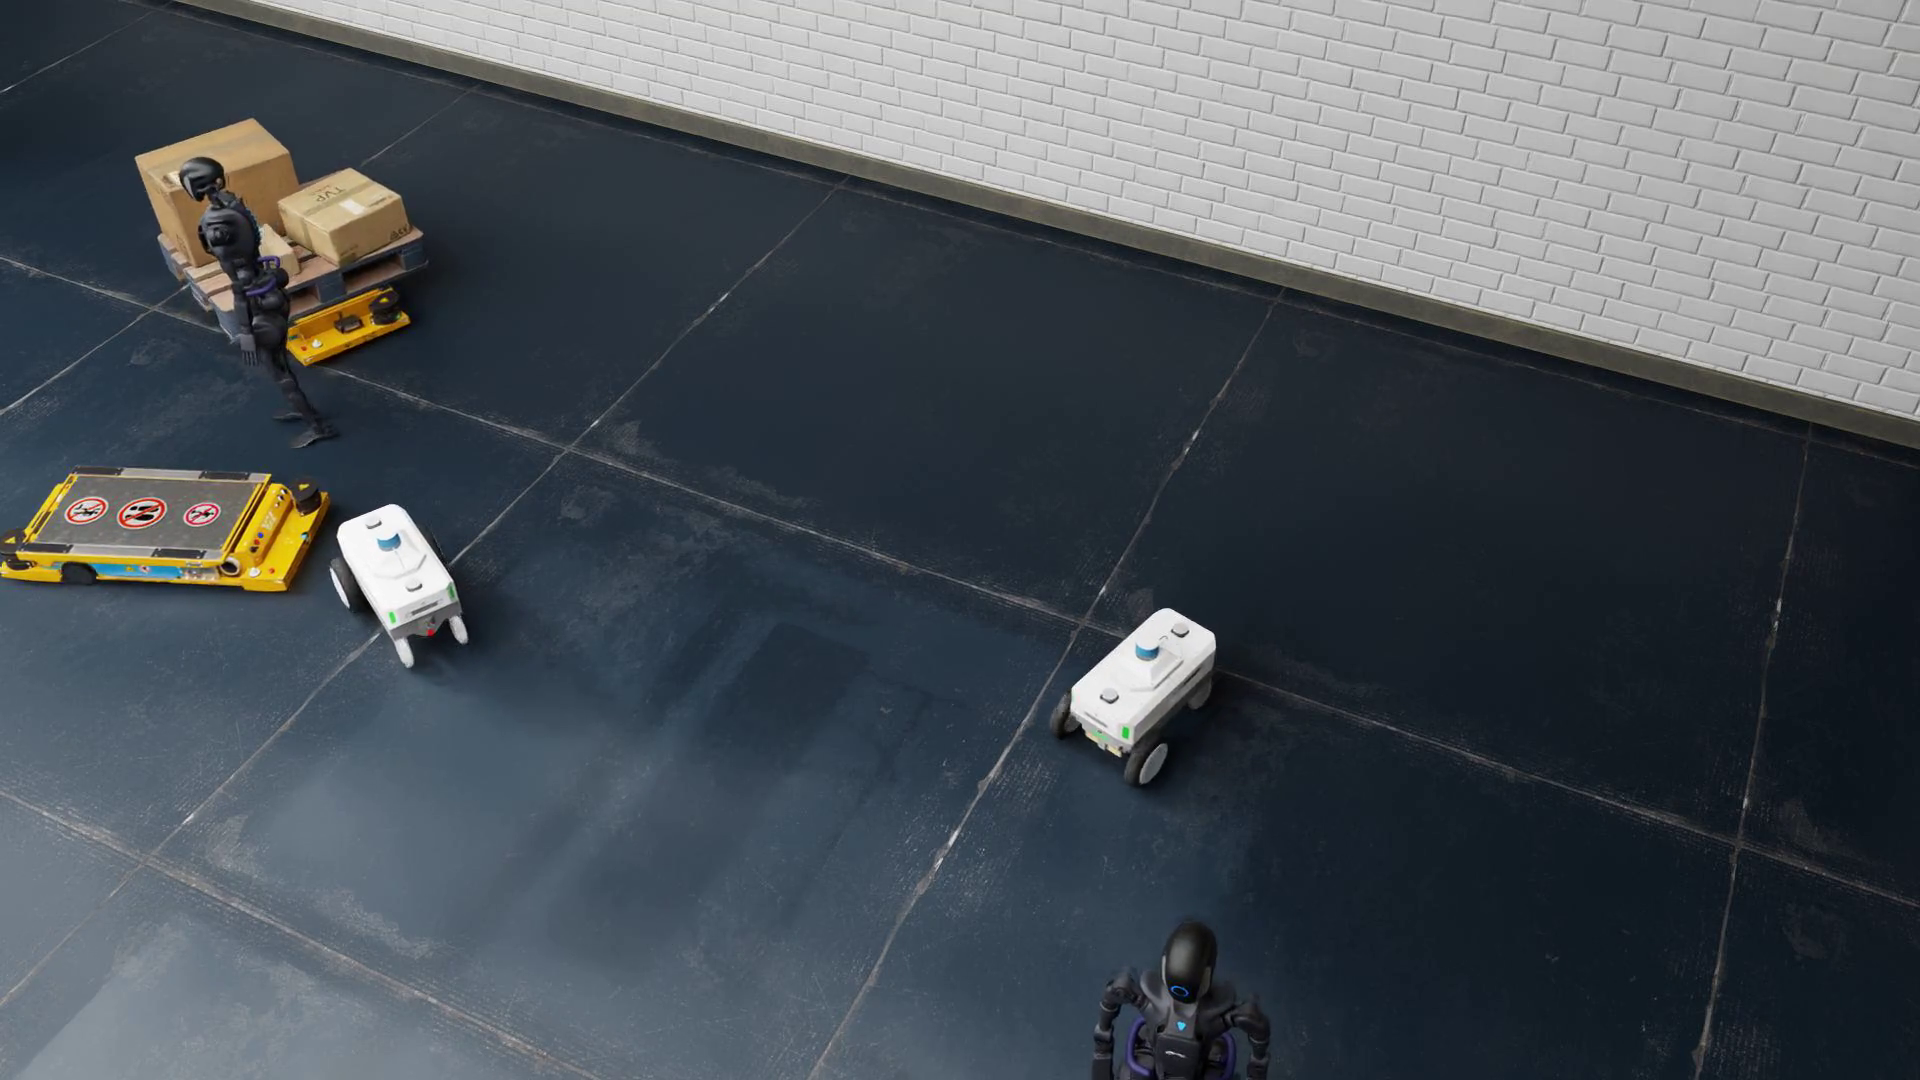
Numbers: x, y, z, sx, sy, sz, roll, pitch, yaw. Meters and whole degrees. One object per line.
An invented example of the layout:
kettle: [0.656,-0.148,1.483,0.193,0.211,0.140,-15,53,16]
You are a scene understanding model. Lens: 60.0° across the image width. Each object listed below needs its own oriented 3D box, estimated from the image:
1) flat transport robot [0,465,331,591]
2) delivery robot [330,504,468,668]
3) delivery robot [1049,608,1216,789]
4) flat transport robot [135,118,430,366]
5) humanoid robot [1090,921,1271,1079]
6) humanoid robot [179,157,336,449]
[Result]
flat transport robot: [-3.972,-0.058,8.318,1.431,0.231,0.659,2,43,3]
delivery robot: [-2.660,0.169,7.877,0.499,0.614,0.791,-25,49,-25]
delivery robot: [0.810,0.646,7.342,0.499,0.586,0.765,31,51,29]
flat transport robot: [-3.917,-1.545,9.922,0.659,0.231,1.431,-30,50,-28]
humanoid robot: [0.707,1.760,5.323,0.600,1.649,0.353,10,44,11]
humanoid robot: [-3.598,-1.205,8.522,0.317,1.652,0.609,-7,43,-8]
